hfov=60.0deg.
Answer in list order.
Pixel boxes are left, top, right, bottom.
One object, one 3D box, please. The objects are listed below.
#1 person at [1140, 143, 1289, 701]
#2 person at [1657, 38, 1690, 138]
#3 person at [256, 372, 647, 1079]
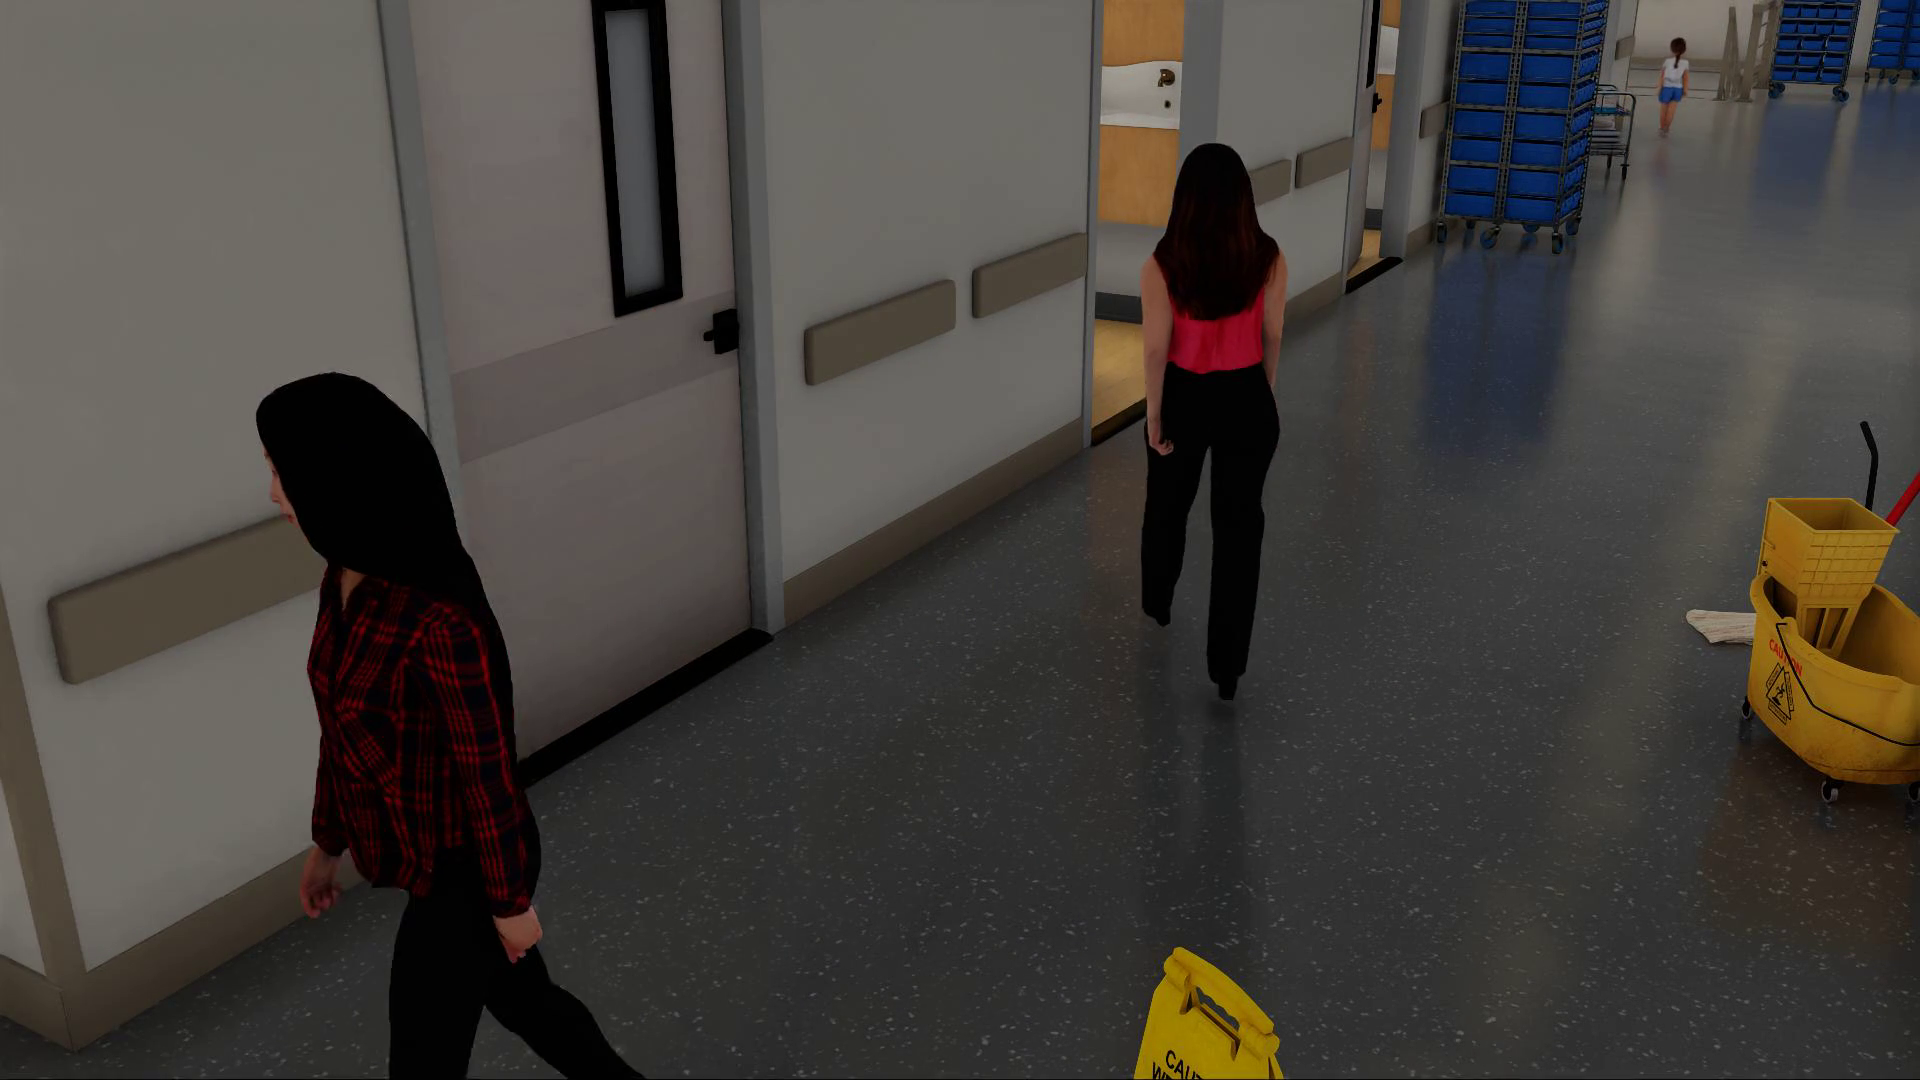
[{"bbox_3d":[0.770,-0.315,4.951,0.894,1.620,1.136,1,21,3],"label":"person"},{"bbox_3d":[7.522,-4.764,17.569,0.507,1.003,0.589,7,22,18],"label":"person"},{"bbox_3d":[-0.776,0.512,2.781,1.064,1.611,0.820,-19,28,-40],"label":"person"}]
